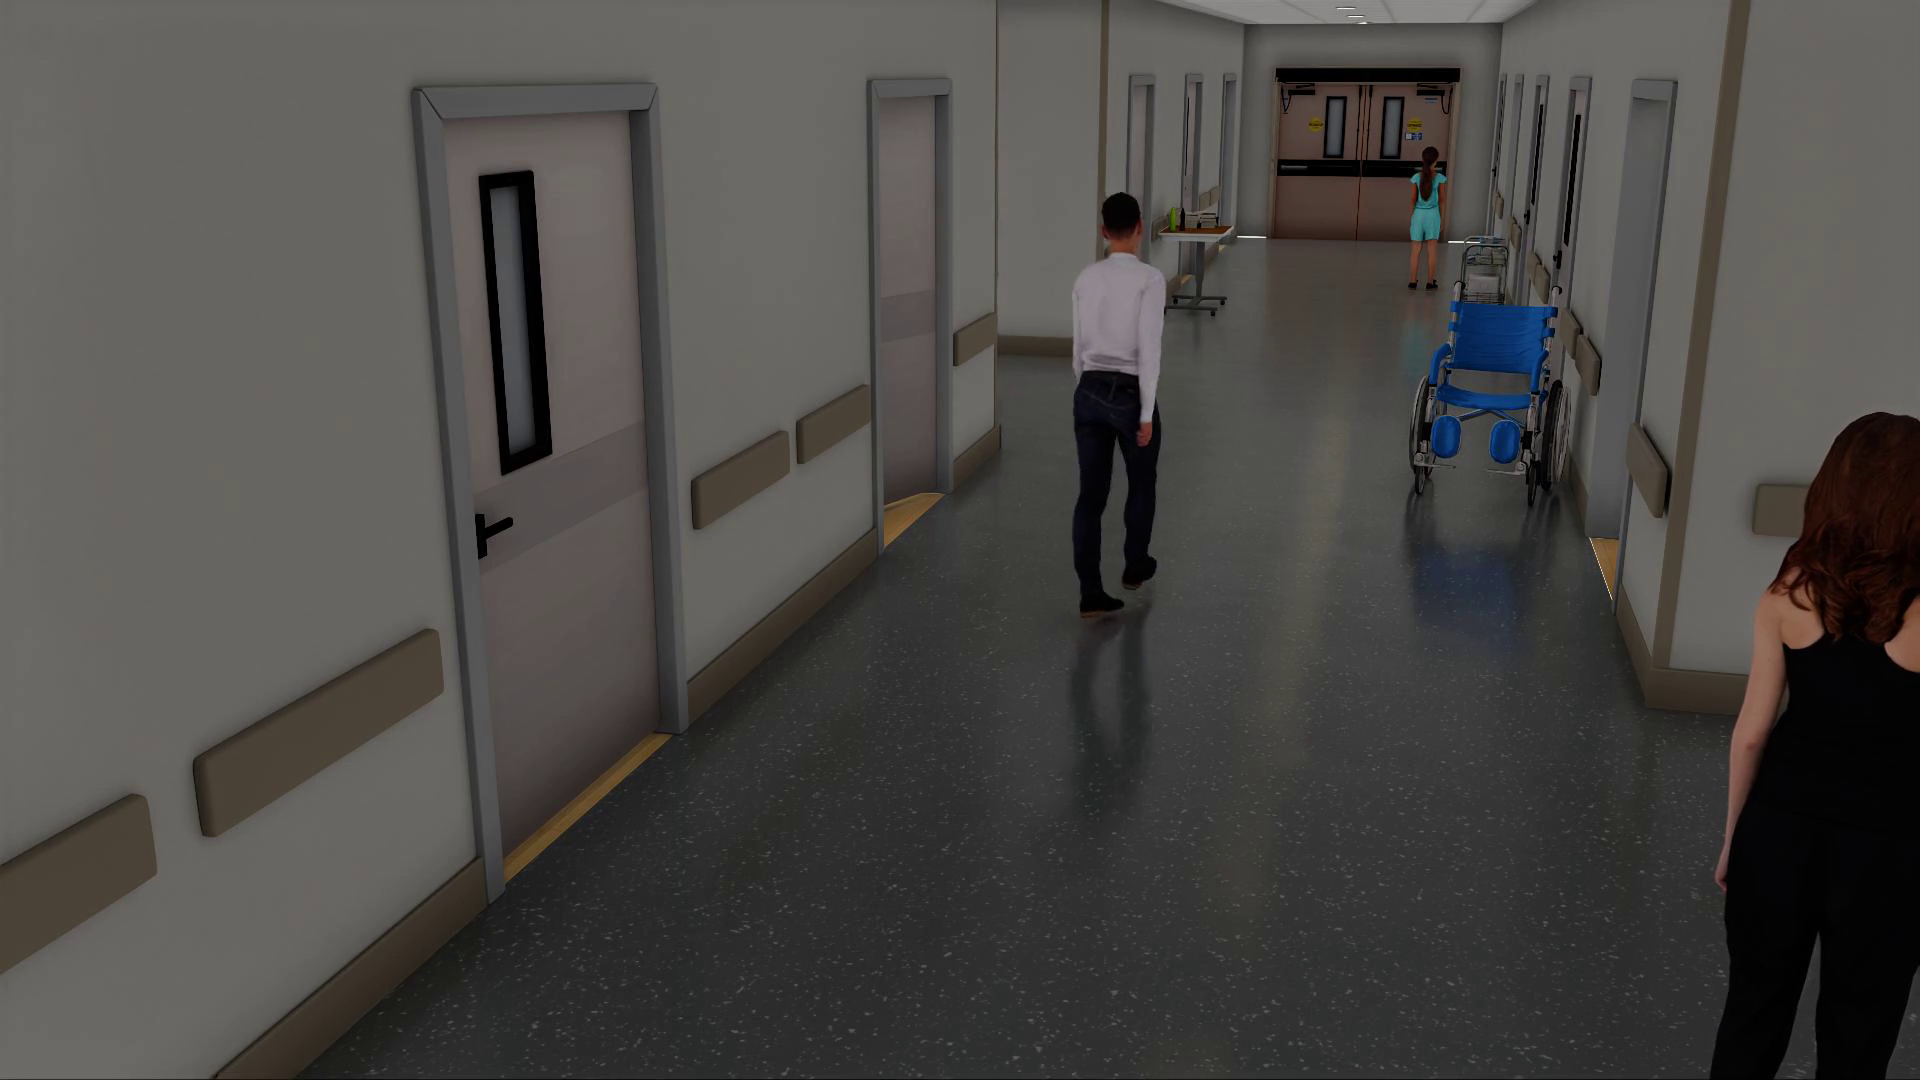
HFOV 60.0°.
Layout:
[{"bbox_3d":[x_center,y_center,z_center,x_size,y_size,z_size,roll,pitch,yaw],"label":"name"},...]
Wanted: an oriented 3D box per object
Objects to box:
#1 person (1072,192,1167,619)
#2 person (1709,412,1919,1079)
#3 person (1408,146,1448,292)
[{"bbox_3d":[0.655,-0.550,7.228,0.799,1.820,1.110,11,19,35],"label":"person"},{"bbox_3d":[1.693,0.614,3.235,0.636,1.746,0.629,11,19,34],"label":"person"},{"bbox_3d":[5.143,-3.549,18.346,0.566,1.558,0.567,6,17,20],"label":"person"}]
